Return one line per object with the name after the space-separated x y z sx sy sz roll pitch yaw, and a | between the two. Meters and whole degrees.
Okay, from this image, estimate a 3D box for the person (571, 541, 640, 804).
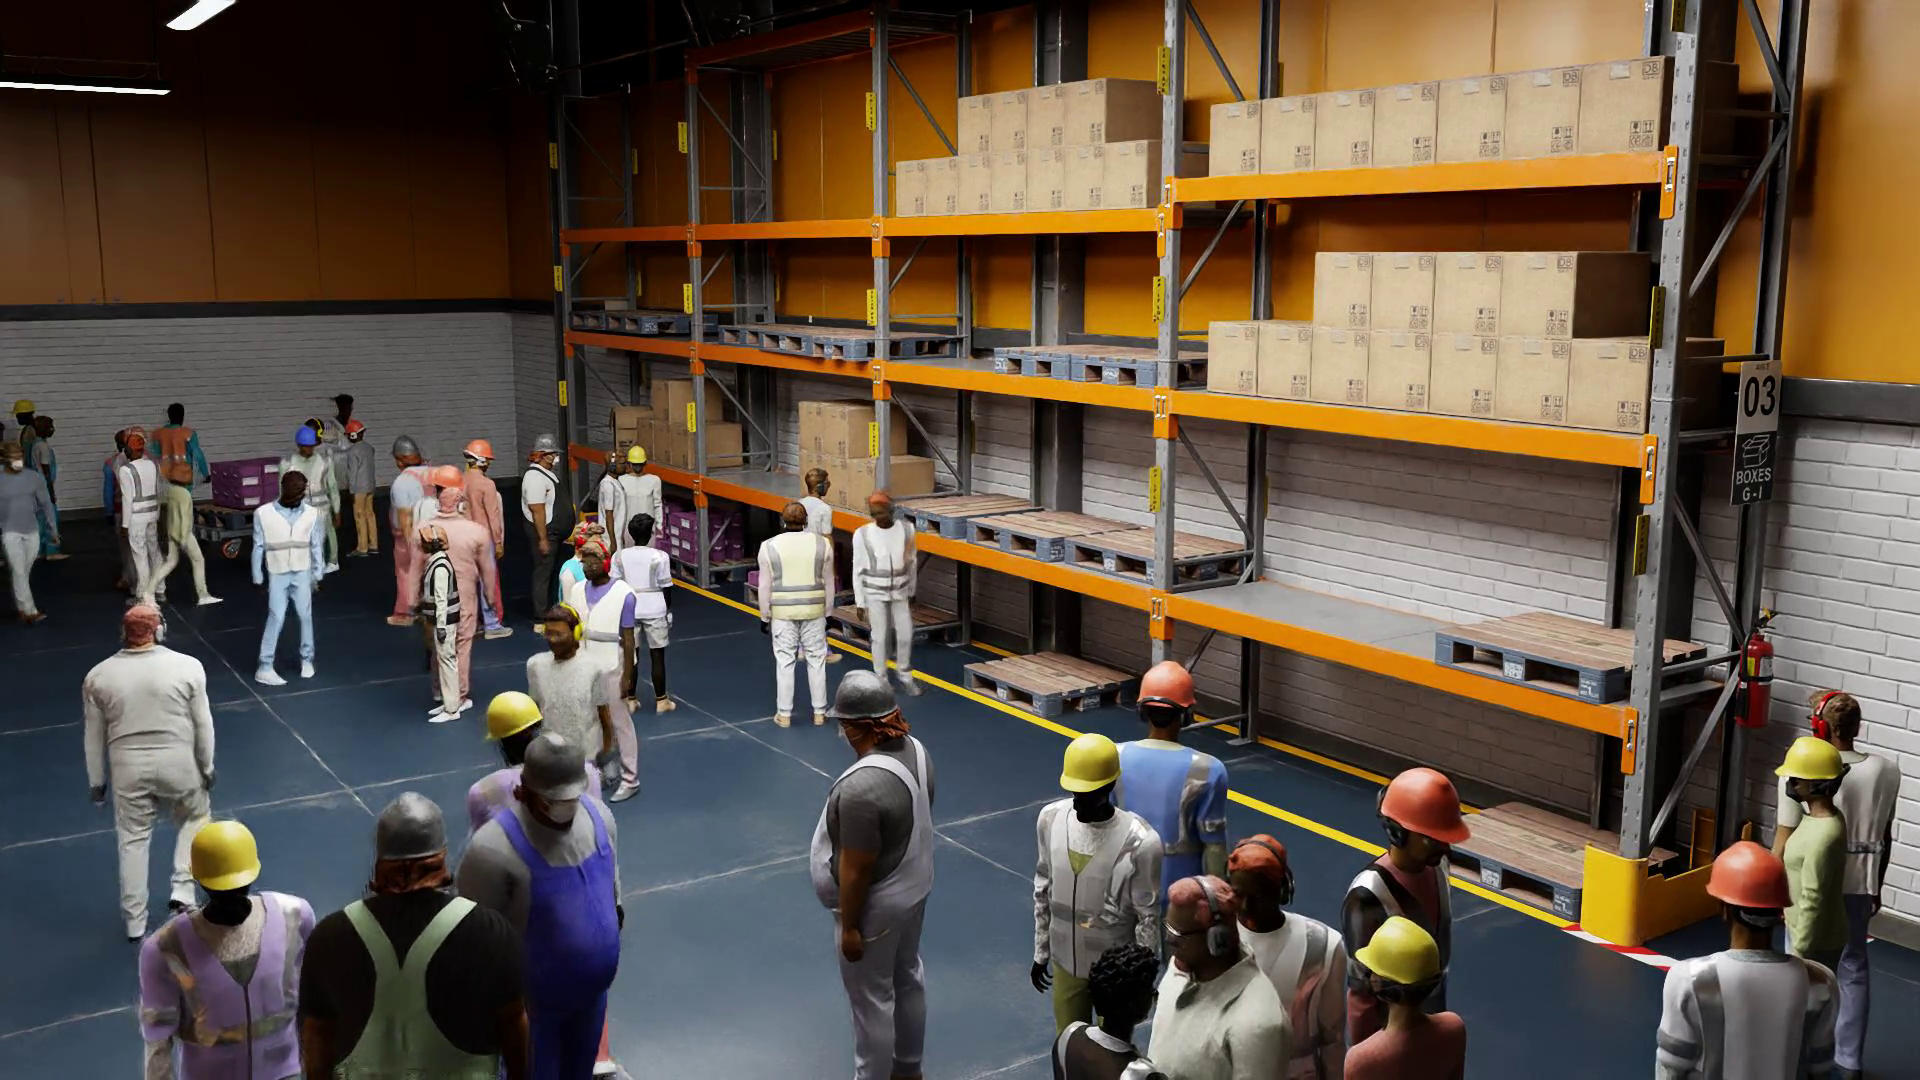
-2.481 0.908 11.688 0.563 1.841 0.384 6 11 31 | person

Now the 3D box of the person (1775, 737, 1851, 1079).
3.655 1.712 7.196 0.340 1.760 0.525 5 11 28 | person

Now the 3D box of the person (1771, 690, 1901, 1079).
3.986 1.603 7.614 0.565 1.837 0.383 -1 10 -4 | person

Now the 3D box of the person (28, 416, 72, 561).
-11.468 -0.638 20.801 0.471 1.834 0.536 -7 12 -37 | person

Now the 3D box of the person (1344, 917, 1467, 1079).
1.367 2.039 5.247 0.529 1.772 0.304 -7 12 -36 | person

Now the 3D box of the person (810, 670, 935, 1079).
-0.399 1.547 7.335 0.535 2.000 0.679 4 11 23 | person

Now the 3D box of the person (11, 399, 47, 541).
-12.445 -0.941 22.334 0.590 1.913 0.437 10 14 44 | person

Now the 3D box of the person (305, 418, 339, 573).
-7.737 -0.534 20.054 0.510 1.872 0.328 6 11 30 | person

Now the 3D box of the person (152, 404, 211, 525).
-10.263 -0.869 22.031 0.588 1.860 1.012 2 10 12 | person

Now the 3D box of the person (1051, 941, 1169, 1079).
0.481 2.083 5.224 0.319 1.694 0.533 -6 11 -30 | person

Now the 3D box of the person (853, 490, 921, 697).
-0.642 0.472 14.184 0.603 1.855 0.462 -3 10 -20 | person

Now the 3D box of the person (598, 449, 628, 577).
-3.564 -0.030 17.205 0.343 1.840 0.505 -1 10 -6 | person

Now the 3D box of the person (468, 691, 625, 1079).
-1.852 1.604 7.447 0.638 1.892 0.501 -6 11 -31 | person

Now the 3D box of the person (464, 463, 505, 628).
-4.890 0.058 16.884 0.526 1.769 0.328 -3 10 -18 | person

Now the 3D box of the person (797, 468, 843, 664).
-1.350 0.243 15.566 0.508 1.844 0.332 9 13 43 | person

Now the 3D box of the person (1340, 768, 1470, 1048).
1.605 1.785 5.980 0.410 2.029 0.619 9 13 41 | person

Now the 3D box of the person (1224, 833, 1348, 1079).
1.022 1.906 5.708 0.590 1.878 0.361 4 10 20 | person

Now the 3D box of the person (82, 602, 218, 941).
-4.525 1.287 9.331 0.667 1.884 0.493 -2 10 -14 | person

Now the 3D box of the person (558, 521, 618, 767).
-2.822 0.767 12.509 0.390 1.839 0.564 1 10 5 | person

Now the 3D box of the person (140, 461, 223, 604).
-8.502 -0.050 18.013 0.505 1.604 0.783 8 13 40 | person

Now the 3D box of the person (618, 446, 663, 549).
-3.489 -0.145 18.082 0.534 1.765 0.324 -3 10 -16 | person

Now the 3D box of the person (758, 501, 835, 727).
-1.321 0.600 13.482 0.619 1.845 0.430 -2 10 -12 | person

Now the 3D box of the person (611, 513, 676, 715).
-2.626 0.618 13.812 0.530 1.692 0.321 2 10 10 | person

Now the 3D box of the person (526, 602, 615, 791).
-2.260 1.244 9.708 0.521 1.849 0.770 1 10 8 | person

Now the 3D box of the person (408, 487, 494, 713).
-4.264 0.504 13.967 0.657 1.878 0.495 0 10 0 | person

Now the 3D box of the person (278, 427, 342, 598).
-7.220 -0.297 18.529 0.627 1.901 0.943 -5 11 -28 | person

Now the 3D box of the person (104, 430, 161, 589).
-9.496 -0.351 19.115 0.430 1.836 0.623 8 13 40 | person

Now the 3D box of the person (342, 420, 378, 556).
-7.659 -0.664 21.201 0.354 1.740 0.569 1 10 6 | person

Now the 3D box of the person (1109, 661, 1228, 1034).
0.896 1.543 7.396 0.609 2.035 0.416 4 11 23 | person

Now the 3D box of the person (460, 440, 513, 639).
-4.787 -0.007 16.619 0.611 1.985 0.393 6 11 32 | person

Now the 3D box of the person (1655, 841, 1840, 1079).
2.520 1.929 5.426 0.545 1.930 0.386 1 10 4 | person

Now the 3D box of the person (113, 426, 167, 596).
-9.228 -0.329 18.739 0.407 1.910 0.639 -1 10 -9 | person

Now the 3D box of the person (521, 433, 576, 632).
-4.185 -0.090 16.947 0.535 2.000 0.681 -1 10 -7 | person

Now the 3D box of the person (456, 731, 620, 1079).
-1.644 1.673 6.598 0.660 2.000 0.705 6 11 32 | person

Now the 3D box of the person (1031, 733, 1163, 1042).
0.538 1.707 6.767 0.585 1.918 0.393 7 12 37 | person

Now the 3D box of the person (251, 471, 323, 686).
-6.074 0.330 14.961 0.488 1.881 0.708 10 14 44 | person

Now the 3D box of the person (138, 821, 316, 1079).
-2.454 1.893 5.727 0.609 1.894 0.815 -7 12 -36 | person

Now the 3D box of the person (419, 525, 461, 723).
-4.251 0.678 13.643 0.313 1.634 0.514 -3 10 -19 | person

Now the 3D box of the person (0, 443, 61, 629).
-9.616 -0.044 17.106 1.011 1.887 0.653 7 12 34 | person

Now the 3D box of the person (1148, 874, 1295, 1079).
0.774 1.973 5.273 0.402 1.897 0.653 -3 10 -17 | person

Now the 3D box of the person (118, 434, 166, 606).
-8.958 -0.222 18.182 0.345 1.882 0.584 2 10 12 | person

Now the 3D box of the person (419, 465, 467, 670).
-4.758 0.254 15.320 0.582 1.905 0.465 7 12 37 | person

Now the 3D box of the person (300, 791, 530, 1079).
-1.826 1.824 5.713 0.714 2.000 0.631 -1 10 -7 | person
